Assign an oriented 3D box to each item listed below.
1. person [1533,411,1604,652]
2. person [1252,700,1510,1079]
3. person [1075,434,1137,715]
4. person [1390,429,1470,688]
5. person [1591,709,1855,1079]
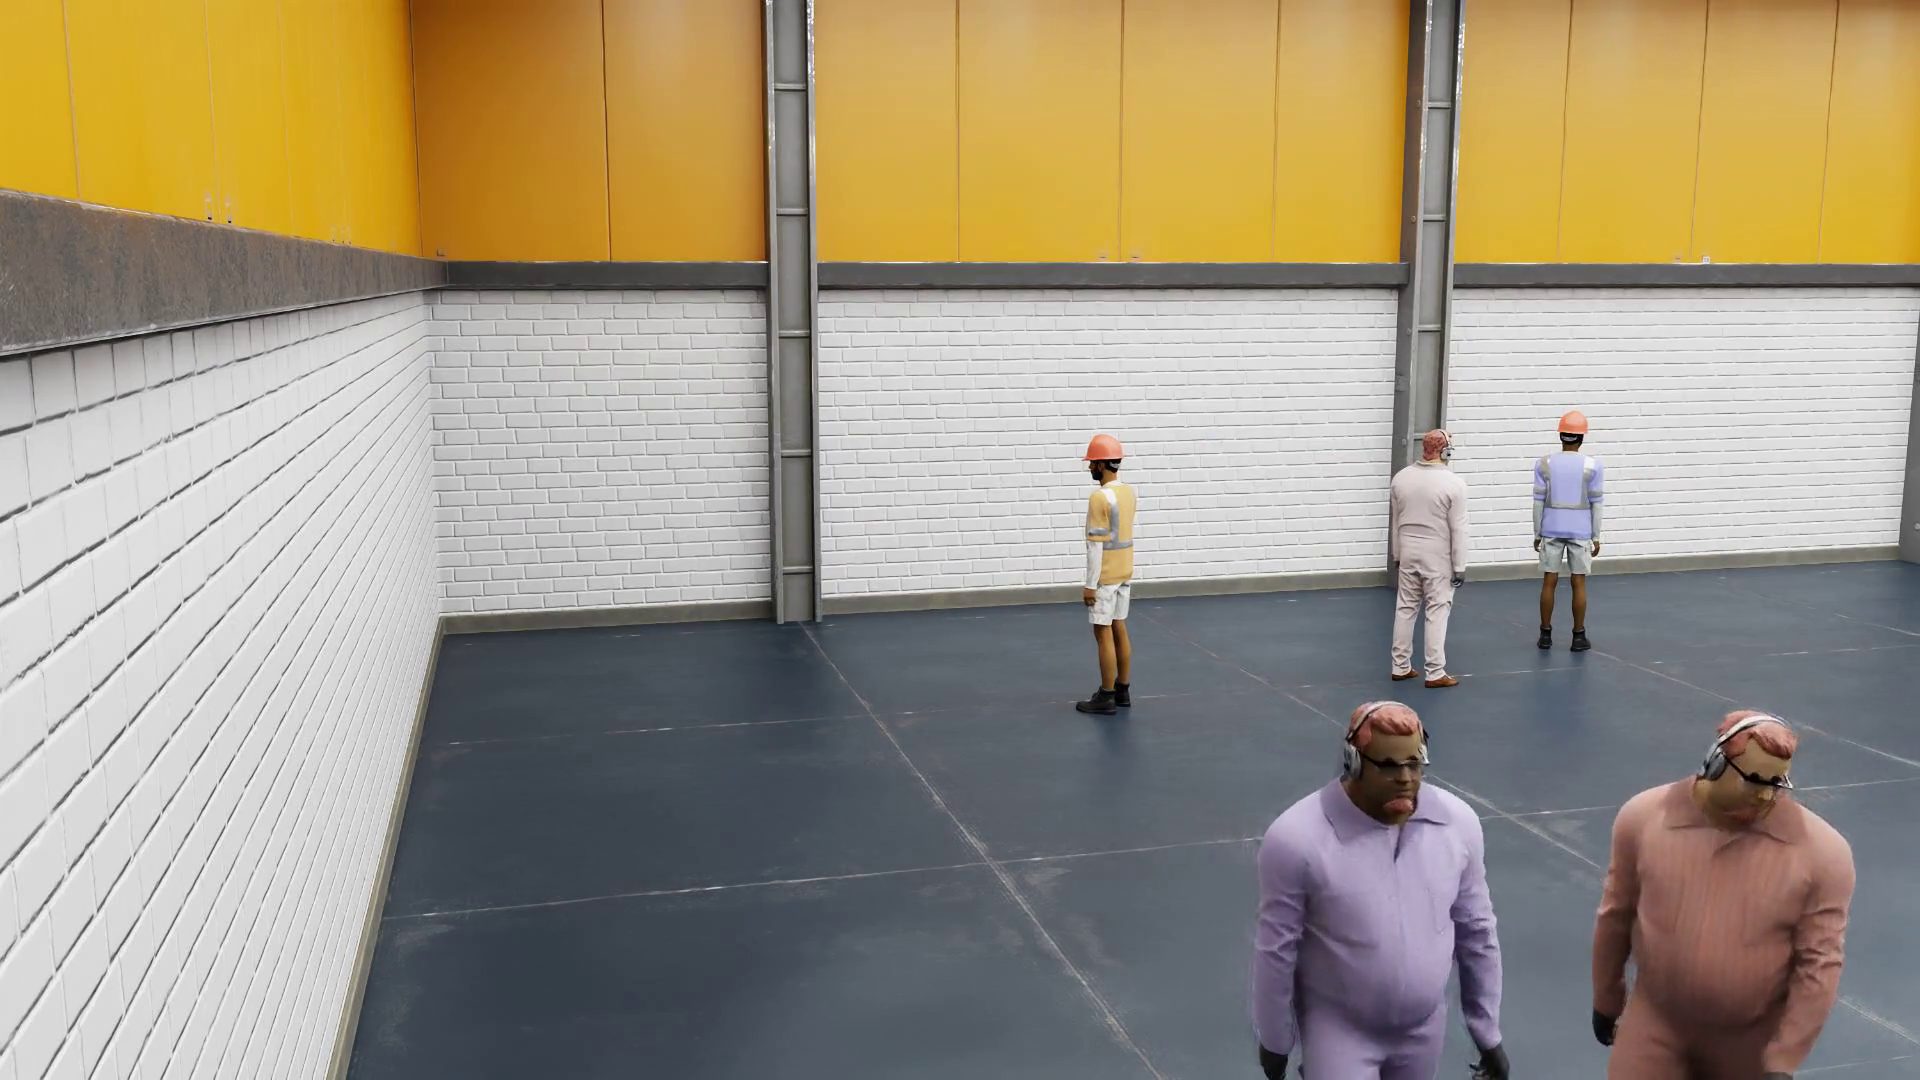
[{"bbox_3d":[4.878,-0.068,13.369,0.542,1.938,0.357,5,10,27],"label":"person"},{"bbox_3d":[1.177,1.367,4.591,0.666,1.887,0.630,-3,10,-17],"label":"person"},{"bbox_3d":[1.000,0.237,11.493,0.383,1.933,0.542,5,10,29],"label":"person"},{"bbox_3d":[3.464,0.135,12.229,0.401,1.903,0.646,-7,12,-39],"label":"person"},{"bbox_3d":[2.086,1.375,4.665,0.667,1.846,0.949,6,11,31],"label":"person"}]
